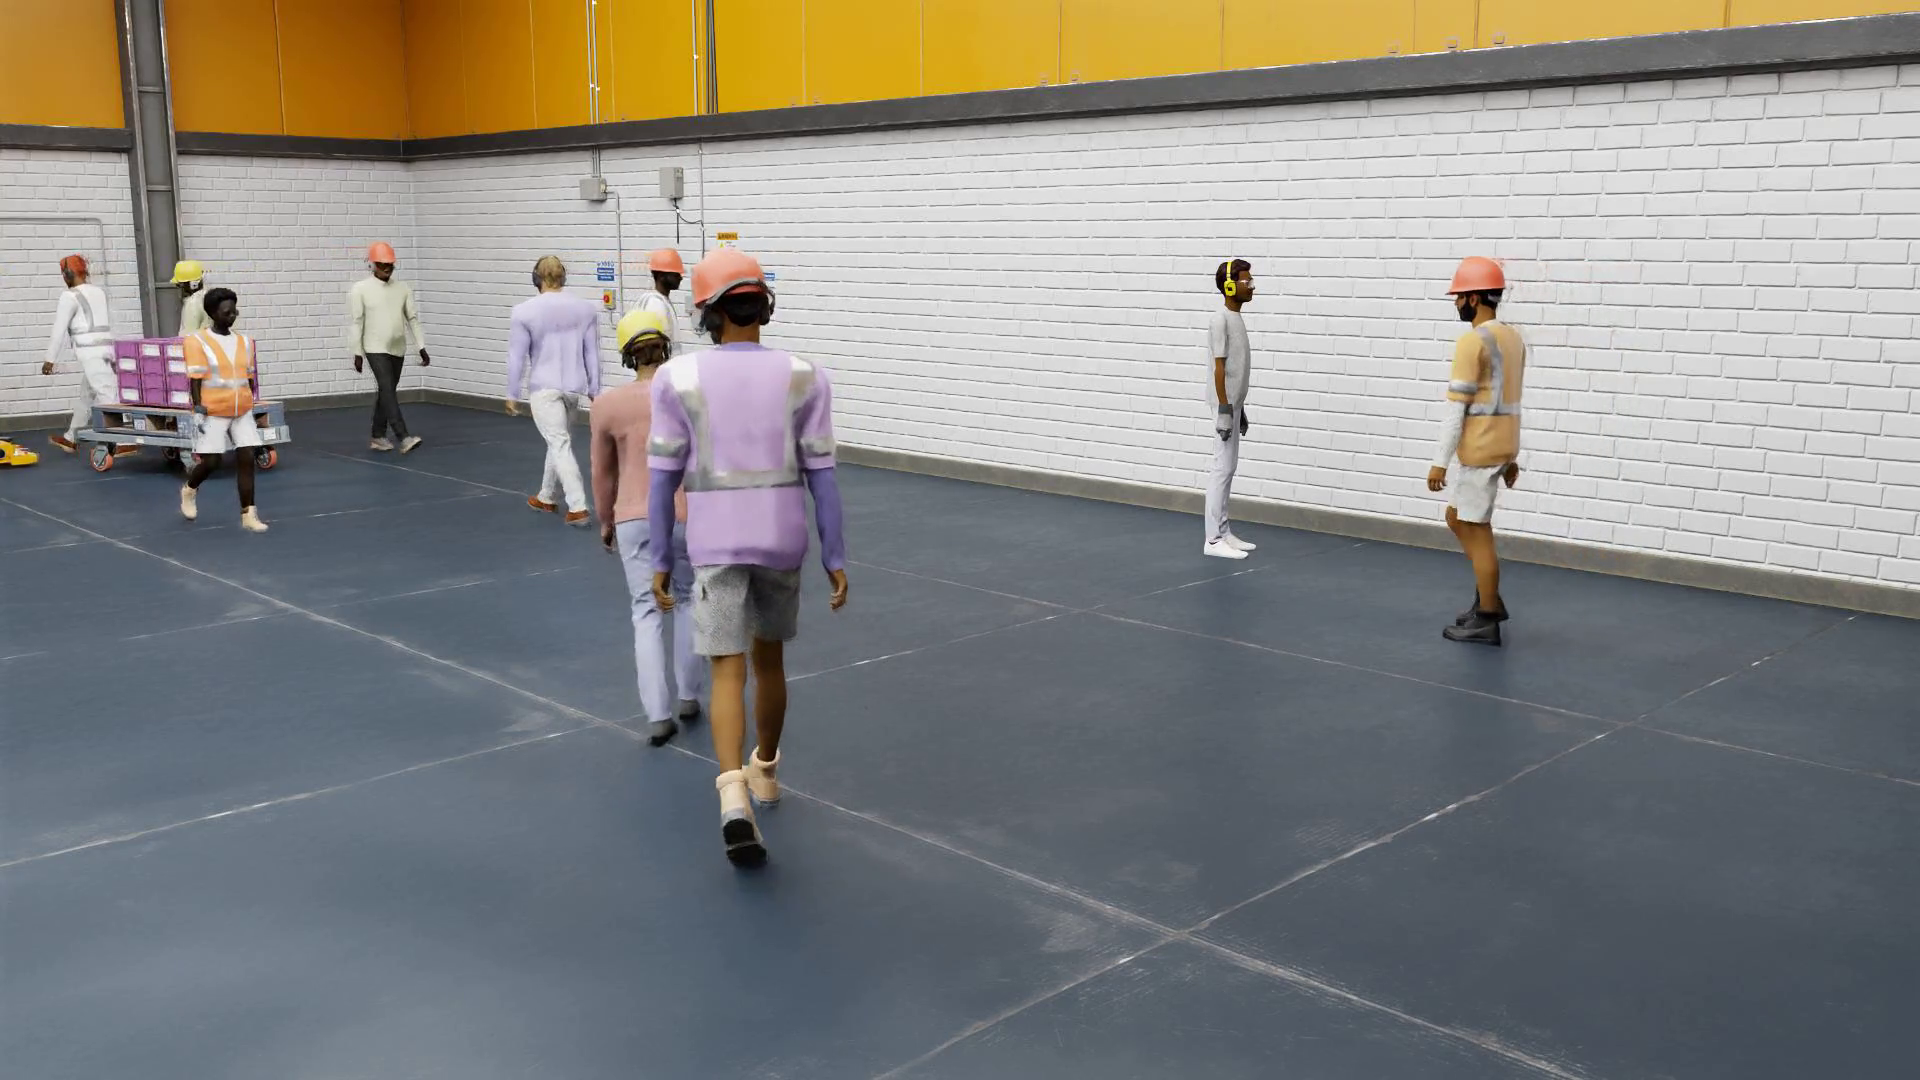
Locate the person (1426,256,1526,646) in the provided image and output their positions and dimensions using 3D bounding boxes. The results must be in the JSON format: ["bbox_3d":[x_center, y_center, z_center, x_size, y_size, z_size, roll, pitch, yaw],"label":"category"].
[{"bbox_3d":[2.556,-0.429,8.229,0.464,1.920,0.563,8,13,37],"label":"person"}]

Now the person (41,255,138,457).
[{"bbox_3d":[-8.021,-1.670,15.188,0.978,1.829,0.620,1,10,6],"label":"person"}]

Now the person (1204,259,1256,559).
[{"bbox_3d":[1.721,-0.829,10.518,0.328,1.877,0.513,4,11,19],"label":"person"}]

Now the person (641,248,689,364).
[{"bbox_3d":[-2.261,-1.274,12.825,0.409,1.923,0.561,0,10,-2],"label":"person"}]

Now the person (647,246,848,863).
[{"bbox_3d":[-0.697,0.034,5.528,0.655,2.001,0.986,-3,11,-16],"label":"person"}]

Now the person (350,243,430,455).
[{"bbox_3d":[-5.269,-1.771,15.446,1.011,1.939,0.637,8,13,38],"label":"person"}]

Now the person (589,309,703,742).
[{"bbox_3d":[-1.237,-0.065,6.758,0.545,1.709,0.635,0,10,-2],"label":"person"}]

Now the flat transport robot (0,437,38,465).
[{"bbox_3d":[-8.815,-0.715,14.272,0.652,0.197,1.431,9,14,41],"label":"flat transport robot"}]

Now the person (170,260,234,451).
[{"bbox_3d":[-7.151,-1.699,15.496,0.850,1.785,0.604,-2,11,-11],"label":"person"}]

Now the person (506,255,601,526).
[{"bbox_3d":[-2.861,-1.053,11.717,0.648,1.889,1.014,-9,14,-40],"label":"person"}]

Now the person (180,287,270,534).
[{"bbox_3d":[-5.057,-0.887,11.348,0.665,1.678,0.535,7,12,33],"label":"person"}]
